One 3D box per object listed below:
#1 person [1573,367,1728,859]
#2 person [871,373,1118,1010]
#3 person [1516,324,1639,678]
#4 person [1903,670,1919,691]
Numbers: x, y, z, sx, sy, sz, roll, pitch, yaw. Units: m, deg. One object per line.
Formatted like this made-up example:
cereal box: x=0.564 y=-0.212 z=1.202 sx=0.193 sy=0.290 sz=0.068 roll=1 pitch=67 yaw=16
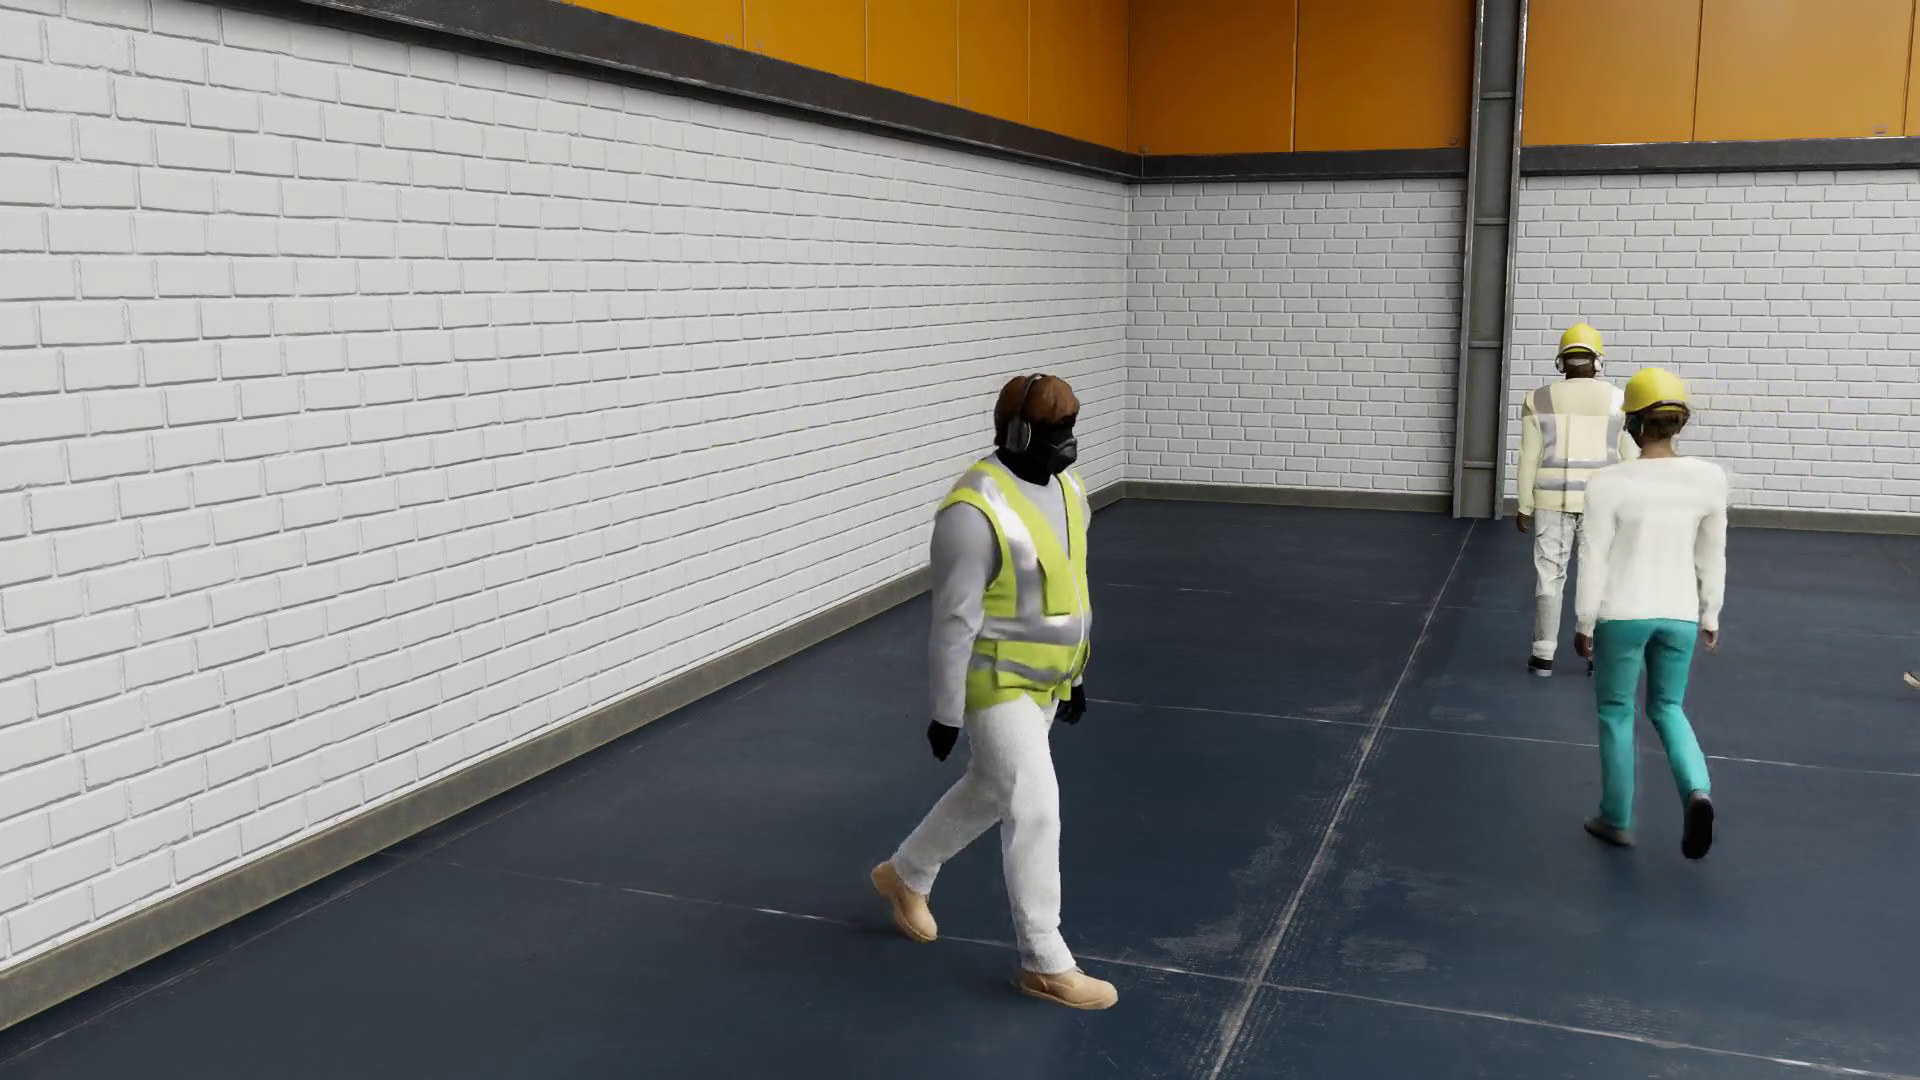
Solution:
person: x=2.435 y=0.271 z=5.841 sx=0.539 sy=1.748 sz=0.573 roll=-1 pitch=9 yaw=-5
person: x=0.072 y=0.406 z=4.868 sx=0.872 sy=1.809 sz=0.626 roll=5 pitch=10 yaw=29
person: x=3.164 y=-0.194 z=8.564 sx=0.588 sy=1.822 sz=0.403 roll=2 pitch=9 yaw=14
person: x=4.864 y=-0.090 z=7.593 sx=0.958 sy=1.918 sz=0.611 roll=7 pitch=11 yaw=36
